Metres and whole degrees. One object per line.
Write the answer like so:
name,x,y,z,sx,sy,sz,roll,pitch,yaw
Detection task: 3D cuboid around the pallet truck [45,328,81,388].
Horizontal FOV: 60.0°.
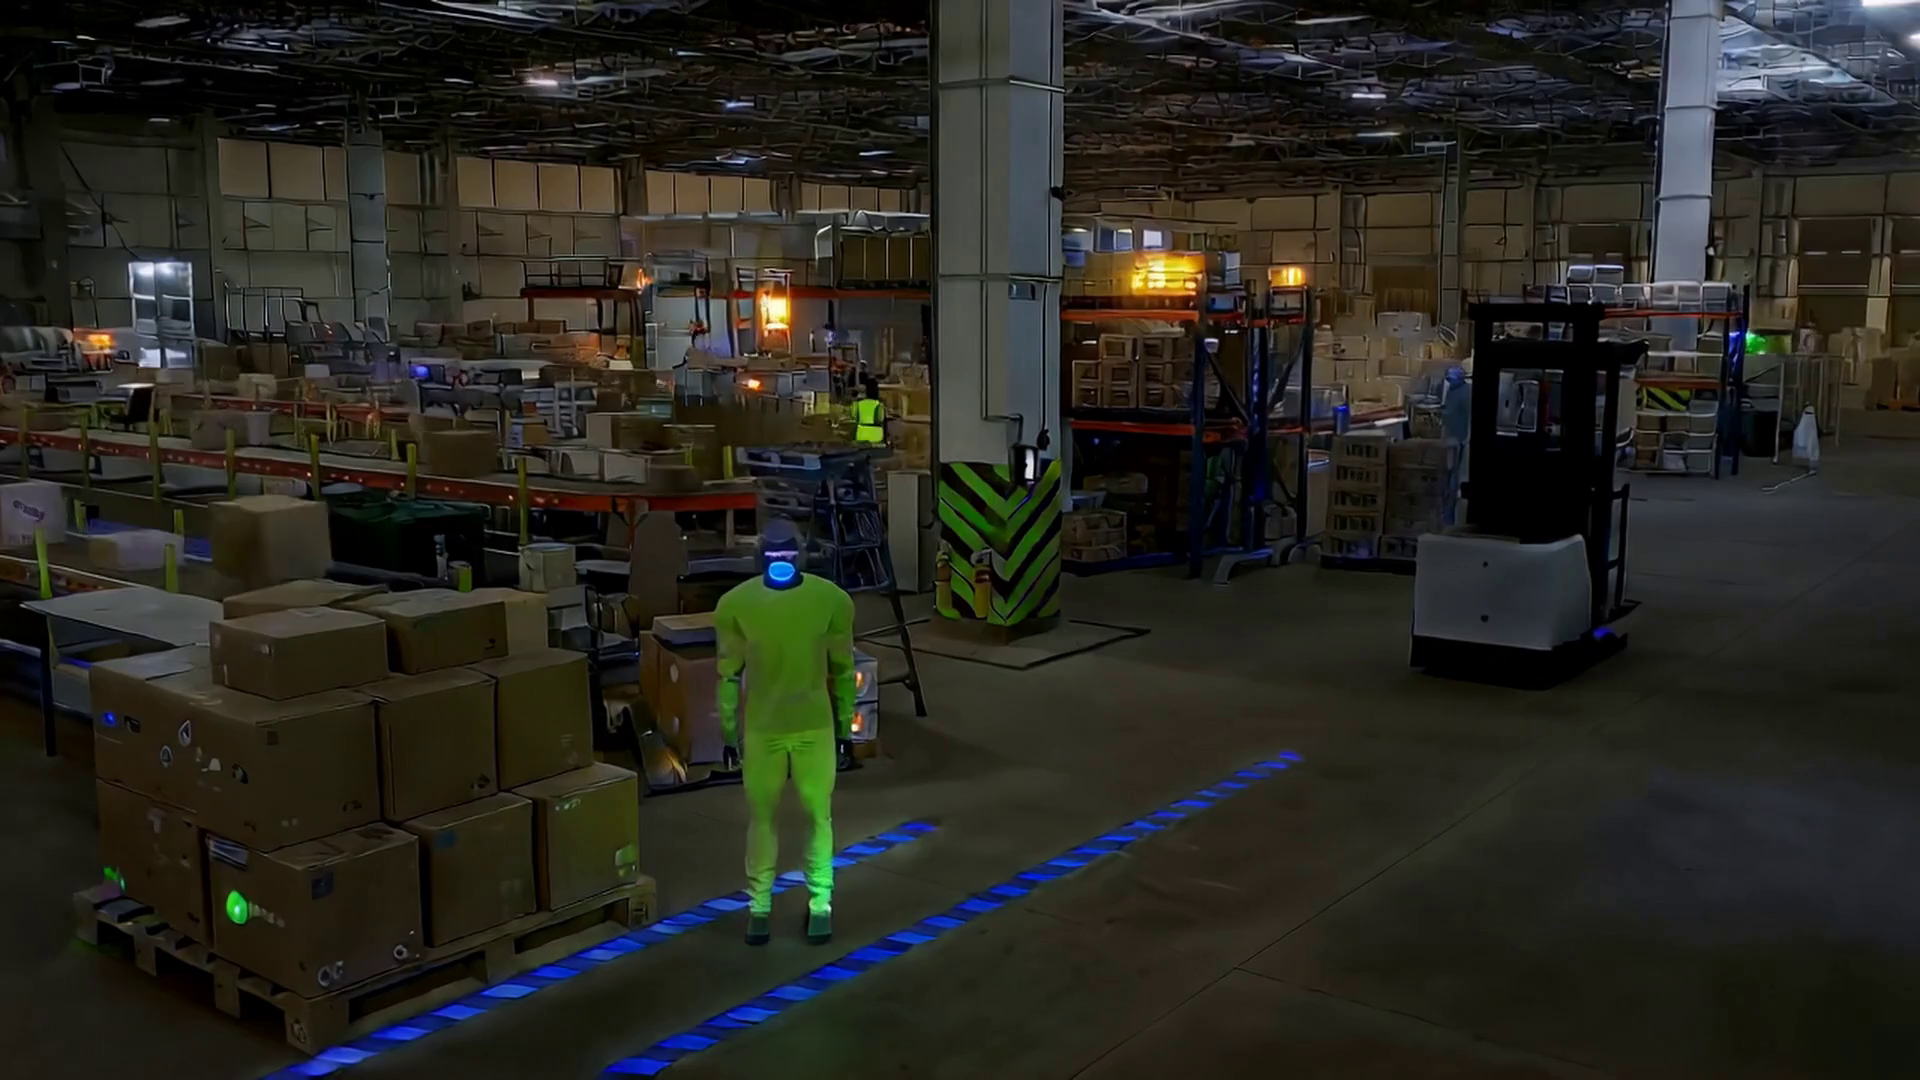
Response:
pallet truck,-23.775,-4.544,43.495,1.885,1.965,0.823,6,10,35

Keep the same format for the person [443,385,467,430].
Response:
person,-8.167,-1.964,26.937,0.534,1.748,0.548,1,9,7

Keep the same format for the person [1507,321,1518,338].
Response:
person,25.252,-9.350,76.183,0.611,1.908,0.443,2,9,11

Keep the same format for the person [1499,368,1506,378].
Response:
person,12.759,-3.904,39.776,0.630,1.816,0.518,8,11,42

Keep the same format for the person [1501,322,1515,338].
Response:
person,16.965,-5.785,51.863,0.612,1.997,0.375,7,11,39

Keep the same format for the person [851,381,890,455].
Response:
person,-1.253,-1.438,23.709,0.529,1.642,0.856,4,9,24

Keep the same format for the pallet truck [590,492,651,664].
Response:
pallet truck,-3.115,0.344,12.883,0.653,1.274,1.630,7,11,37

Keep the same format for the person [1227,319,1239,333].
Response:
person,10.937,-7.953,66.840,0.421,1.913,0.599,7,11,39

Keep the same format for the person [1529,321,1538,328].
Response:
person,26.959,-9.678,78.379,0.614,1.924,0.829,-7,11,-40

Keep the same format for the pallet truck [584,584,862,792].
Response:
pallet truck,-1.426,0.805,10.019,1.601,1.201,0.680,-4,9,-26

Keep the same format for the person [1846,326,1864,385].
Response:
person,28.329,-5.823,52.605,0.324,1.859,0.503,-4,9,-25

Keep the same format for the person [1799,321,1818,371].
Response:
person,29.989,-6.756,58.649,0.660,1.921,0.544,-2,9,-14

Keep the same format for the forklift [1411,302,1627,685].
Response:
forklift,4.379,-0.438,12.852,1.129,2.768,1.873,7,11,37

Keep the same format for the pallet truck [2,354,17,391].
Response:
pallet truck,-24.881,-4.417,42.634,1.885,1.965,0.823,8,11,41

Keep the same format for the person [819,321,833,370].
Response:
person,-4.947,-7.118,61.291,0.678,1.859,0.596,7,11,38

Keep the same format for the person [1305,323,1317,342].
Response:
person,16.258,-9.466,77.367,0.637,1.805,0.959,0,8,-1

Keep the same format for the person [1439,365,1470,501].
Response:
person,6.893,-1.491,23.239,0.402,1.904,0.638,4,9,23

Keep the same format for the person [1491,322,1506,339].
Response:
person,16.026,-5.460,49.525,0.536,2.000,0.676,-7,11,-40

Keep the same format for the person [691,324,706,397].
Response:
person,-7.317,-5.004,46.479,0.428,2.027,0.642,-3,9,-22

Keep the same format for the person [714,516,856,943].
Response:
person,-0.773,0.845,7.415,0.623,1.932,0.367,-1,9,-7

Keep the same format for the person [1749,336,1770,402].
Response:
person,21.270,-4.530,44.177,0.550,1.753,0.394,-6,11,-37
